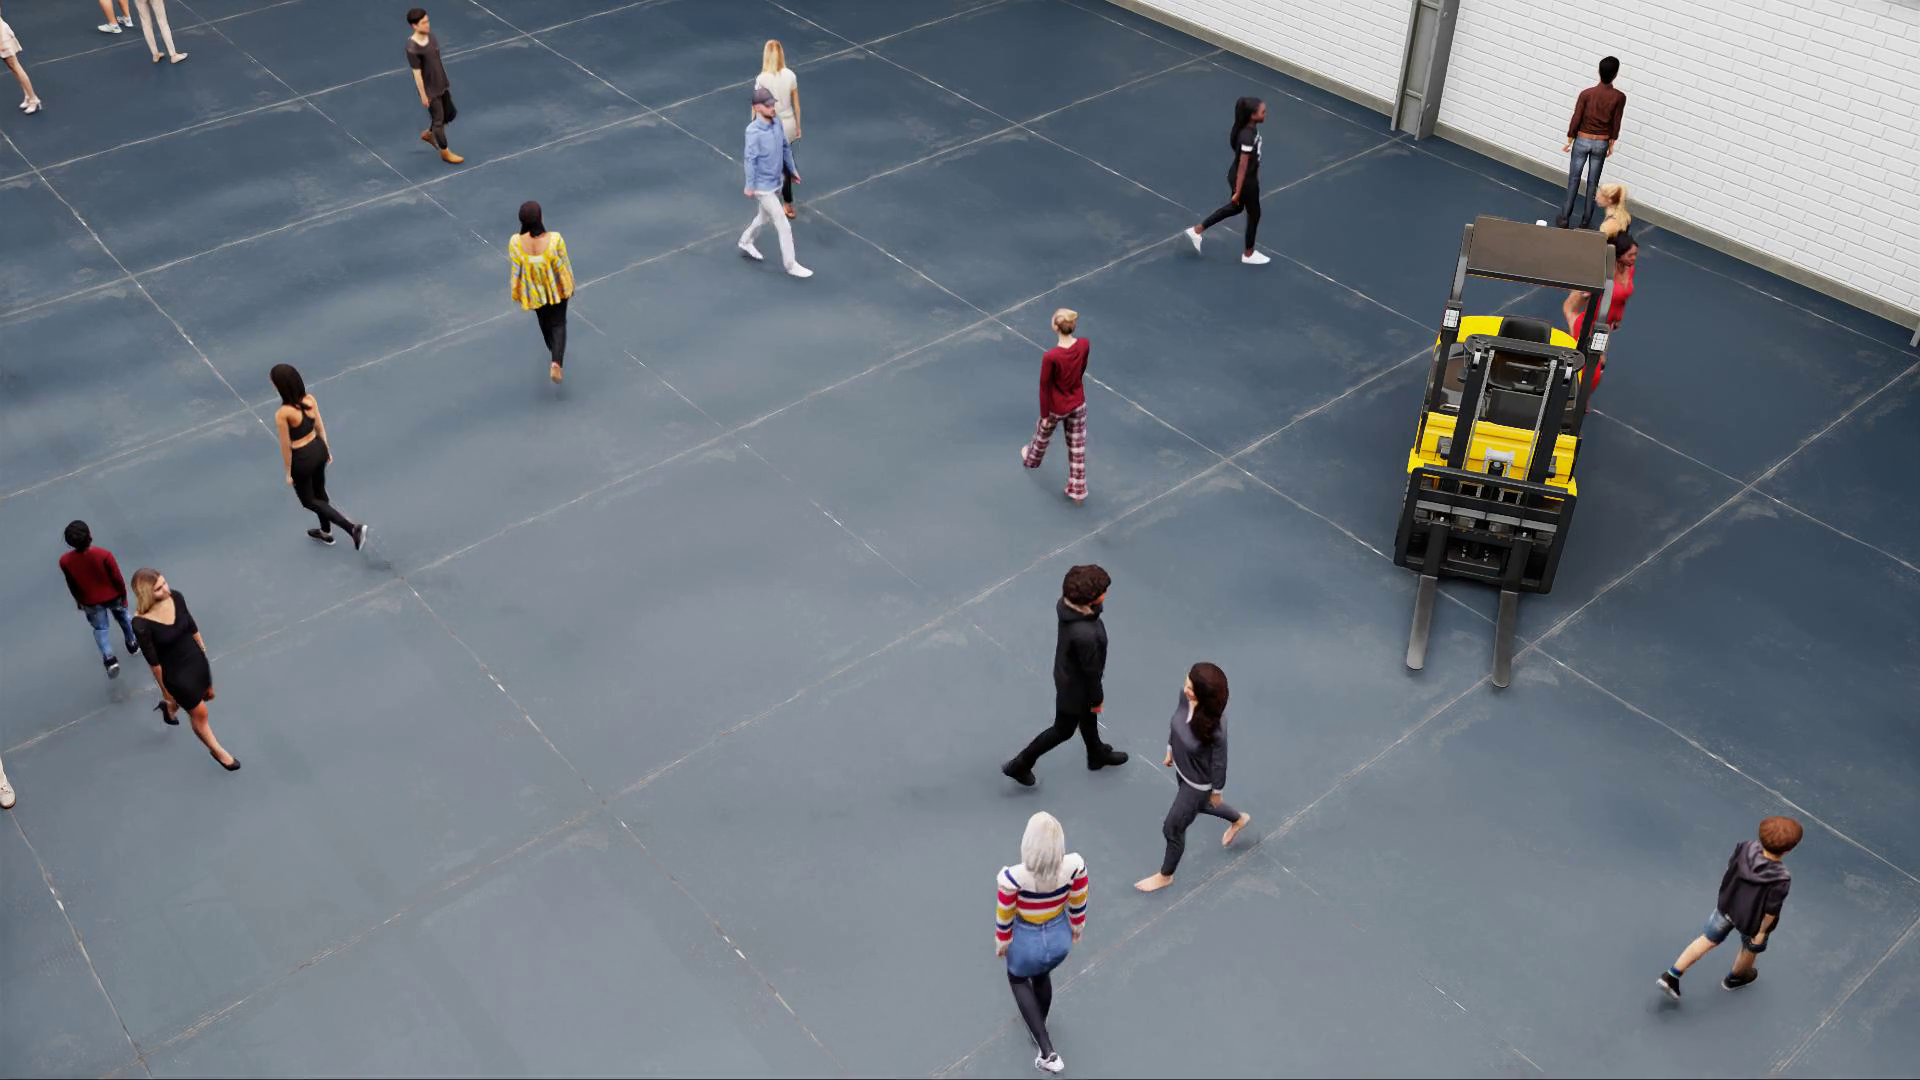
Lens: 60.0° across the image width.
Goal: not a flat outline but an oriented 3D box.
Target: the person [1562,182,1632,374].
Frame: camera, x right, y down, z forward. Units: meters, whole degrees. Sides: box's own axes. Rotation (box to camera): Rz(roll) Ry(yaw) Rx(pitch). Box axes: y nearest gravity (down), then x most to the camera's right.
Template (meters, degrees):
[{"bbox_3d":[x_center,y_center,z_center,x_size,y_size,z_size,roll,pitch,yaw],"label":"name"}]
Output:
[{"bbox_3d":[5.580,-2.232,14.387,0.641,1.815,0.690,-24,45,-27],"label":"person"}]

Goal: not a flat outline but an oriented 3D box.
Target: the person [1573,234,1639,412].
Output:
[{"bbox_3d":[5.232,-1.778,13.866,0.647,1.766,0.733,-29,47,-31],"label":"person"}]

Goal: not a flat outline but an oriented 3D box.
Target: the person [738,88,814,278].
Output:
[{"bbox_3d":[-1.897,-3.444,15.868,1.234,1.862,0.978,16,41,19],"label":"person"}]

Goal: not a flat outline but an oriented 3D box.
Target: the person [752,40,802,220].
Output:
[{"bbox_3d":[-1.771,-4.069,16.697,0.694,1.804,0.845,-20,43,-23],"label":"person"}]

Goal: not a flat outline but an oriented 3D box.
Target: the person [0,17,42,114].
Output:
[{"bbox_3d":[-10.809,-5.673,18.763,0.628,1.732,0.468,-30,47,-32],"label":"person"}]

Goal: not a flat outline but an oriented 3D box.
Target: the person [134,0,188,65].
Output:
[{"bbox_3d":[-9.752,-6.560,19.908,0.701,1.698,0.769,5,39,6],"label":"person"}]

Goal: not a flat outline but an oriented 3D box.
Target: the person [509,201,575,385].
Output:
[{"bbox_3d":[-3.599,-2.107,14.382,1.027,1.627,1.145,-2,39,-3],"label":"person"}]

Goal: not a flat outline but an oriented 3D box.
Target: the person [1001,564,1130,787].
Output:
[{"bbox_3d":[0.661,0.900,10.515,1.059,1.754,1.146,-6,39,-7],"label":"person"}]

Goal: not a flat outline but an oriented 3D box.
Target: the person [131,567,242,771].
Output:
[{"bbox_3d":[-5.067,0.816,10.695,0.982,1.660,0.825,14,41,17],"label":"person"}]

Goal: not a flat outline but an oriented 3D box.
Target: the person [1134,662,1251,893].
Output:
[{"bbox_3d":[1.483,1.361,9.950,0.911,1.738,1.107,-12,40,-15],"label":"person"}]

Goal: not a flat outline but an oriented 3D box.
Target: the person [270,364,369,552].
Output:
[{"bbox_3d":[-4.828,-0.570,12.453,0.986,1.632,0.804,16,41,19],"label":"person"}]

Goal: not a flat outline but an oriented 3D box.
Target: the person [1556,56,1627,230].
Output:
[{"bbox_3d":[6.280,-3.927,16.541,0.678,1.777,0.772,7,39,9],"label":"person"}]

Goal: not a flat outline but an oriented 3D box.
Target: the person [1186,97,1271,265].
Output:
[{"bbox_3d":[2.636,-3.445,15.995,1.109,1.705,1.062,2,39,3],"label":"person"}]

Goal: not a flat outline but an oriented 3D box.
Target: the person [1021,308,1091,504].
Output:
[{"bbox_3d":[0.859,-1.034,13.004,0.793,1.669,1.075,-17,42,-20],"label":"person"}]

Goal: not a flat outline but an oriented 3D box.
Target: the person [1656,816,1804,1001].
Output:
[{"bbox_3d":[4.329,2.089,9.290,0.766,1.425,0.924,-15,41,-18],"label":"person"}]

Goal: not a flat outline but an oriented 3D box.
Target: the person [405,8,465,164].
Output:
[{"bbox_3d":[-5.701,-4.866,17.775,0.914,1.703,0.837,10,40,12],"label":"person"}]

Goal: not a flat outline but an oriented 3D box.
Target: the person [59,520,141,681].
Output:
[{"bbox_3d":[-5.965,0.415,11.533,0.632,1.240,0.827,-14,41,-17],"label":"person"}]

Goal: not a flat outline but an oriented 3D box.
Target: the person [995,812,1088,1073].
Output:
[{"bbox_3d":[0.442,2.187,8.873,0.841,1.791,0.963,-7,39,-9],"label":"person"}]
